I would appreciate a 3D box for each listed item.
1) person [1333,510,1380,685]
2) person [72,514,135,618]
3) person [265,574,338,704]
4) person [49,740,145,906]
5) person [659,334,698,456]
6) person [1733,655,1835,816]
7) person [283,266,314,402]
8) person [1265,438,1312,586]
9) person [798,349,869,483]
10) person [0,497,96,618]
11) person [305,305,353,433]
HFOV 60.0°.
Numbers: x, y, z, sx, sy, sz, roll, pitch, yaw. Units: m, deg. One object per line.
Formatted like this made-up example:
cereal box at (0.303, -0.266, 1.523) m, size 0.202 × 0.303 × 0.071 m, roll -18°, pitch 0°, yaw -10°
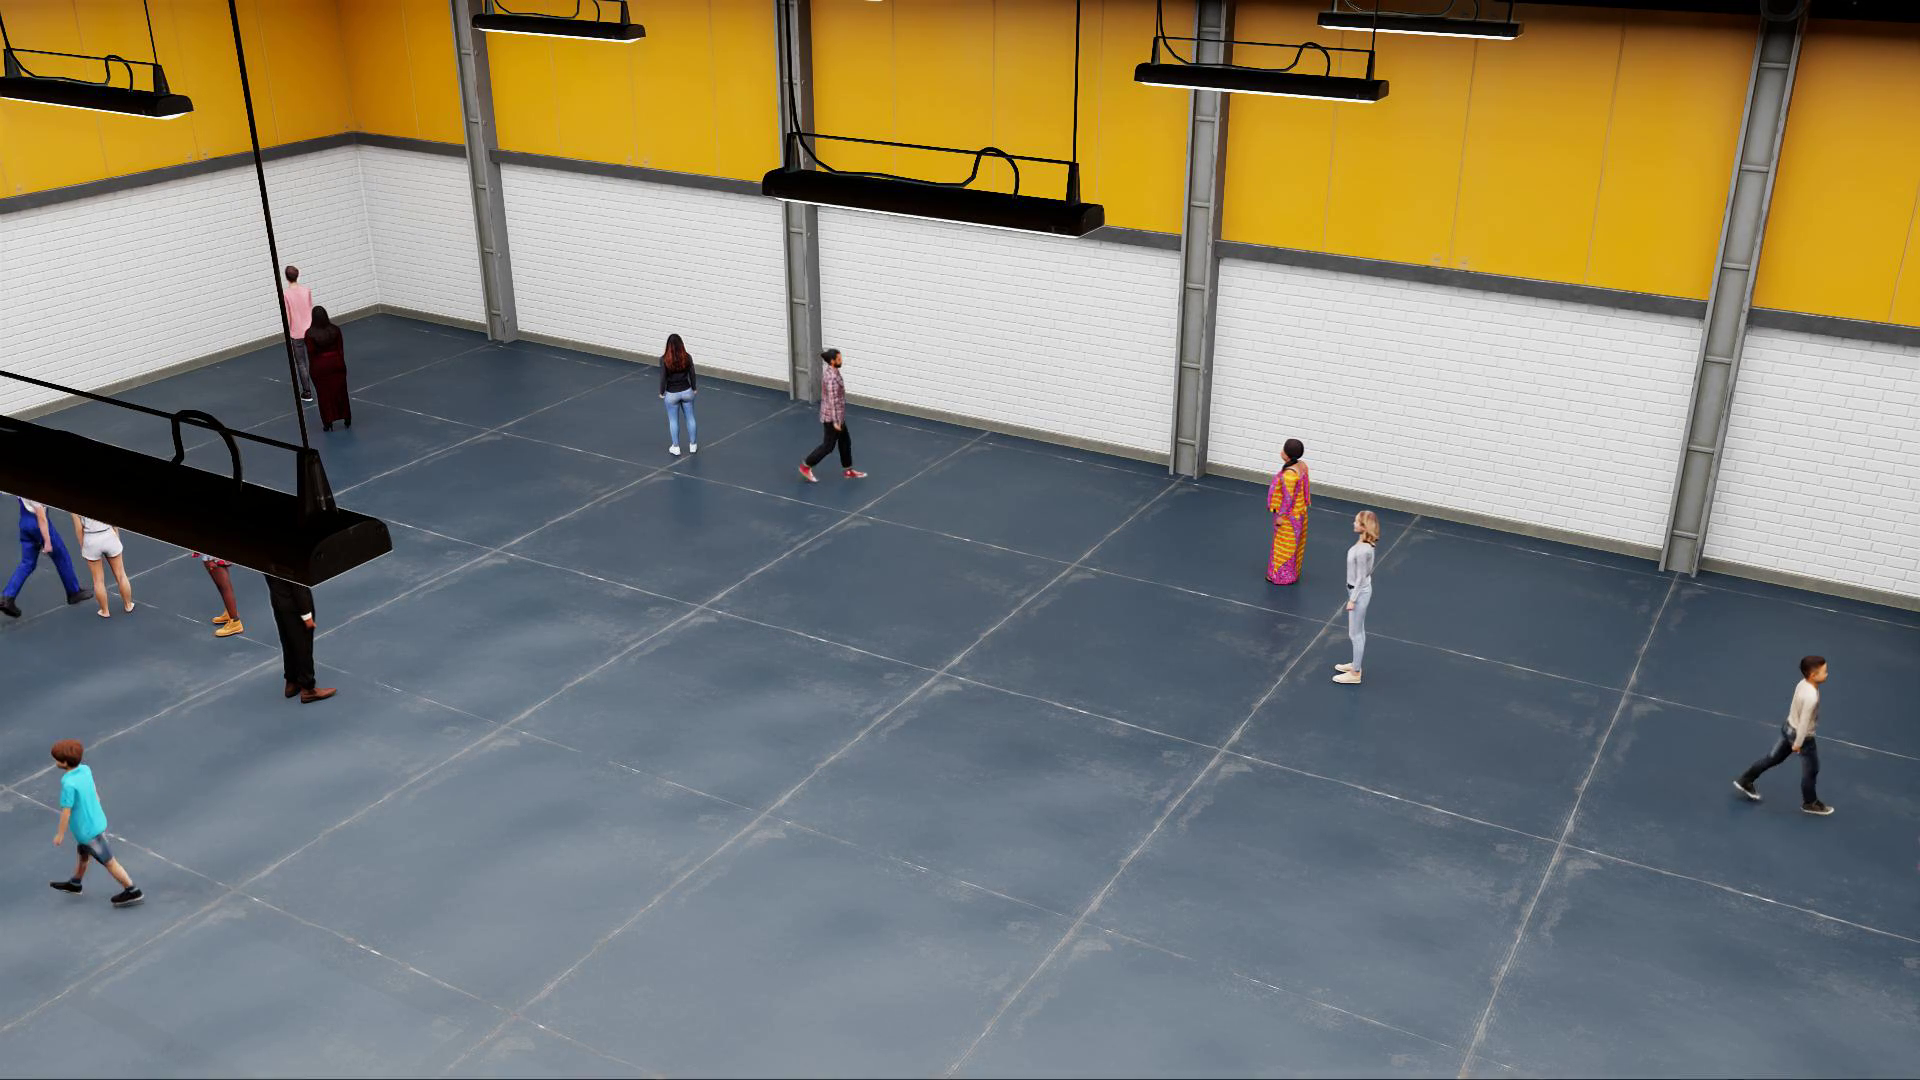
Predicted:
person at (3.866, 0.542, 16.110) m, size 0.576 × 1.796 × 0.629 m, roll 7°, pitch 25°, yaw 17°
person at (-9.038, 0.044, 17.491) m, size 0.651 × 1.604 × 0.677 m, roll -16°, pitch 28°, yaw -32°
person at (-6.346, 0.623, 15.792) m, size 0.599 × 1.904 × 0.804 m, roll 18°, pitch 30°, yaw 36°
person at (-6.639, 2.199, 12.804) m, size 1.006 × 1.408 × 0.896 m, roll -4°, pitch 24°, yaw -9°
person at (-3.721, -1.940, 21.991) m, size 0.730 × 1.634 × 0.762 m, roll -9°, pitch 25°, yaw -20°
person at (7.015, 1.625, 14.073) m, size 1.064 × 1.445 × 0.753 m, roll 5°, pitch 24°, yaw 11°
person at (-9.494, -2.988, 23.986) m, size 0.607 × 1.957 × 0.671 m, roll 19°, pitch 30°, yaw 37°
person at (3.597, -0.351, 18.291) m, size 0.659 × 1.686 × 0.651 m, roll 11°, pitch 26°, yaw 23°
person at (-1.681, -1.561, 20.979) m, size 1.244 × 1.750 × 1.080 m, roll 0°, pitch 24°, yaw 0°
person at (-9.745, -0.047, 17.431) m, size 1.189 × 1.817 × 0.775 m, roll 15°, pitch 28°, yaw 31°
person at (-8.658, -2.359, 22.794) m, size 0.737 × 1.758 × 0.714 m, roll -19°, pitch 30°, yaw -37°
